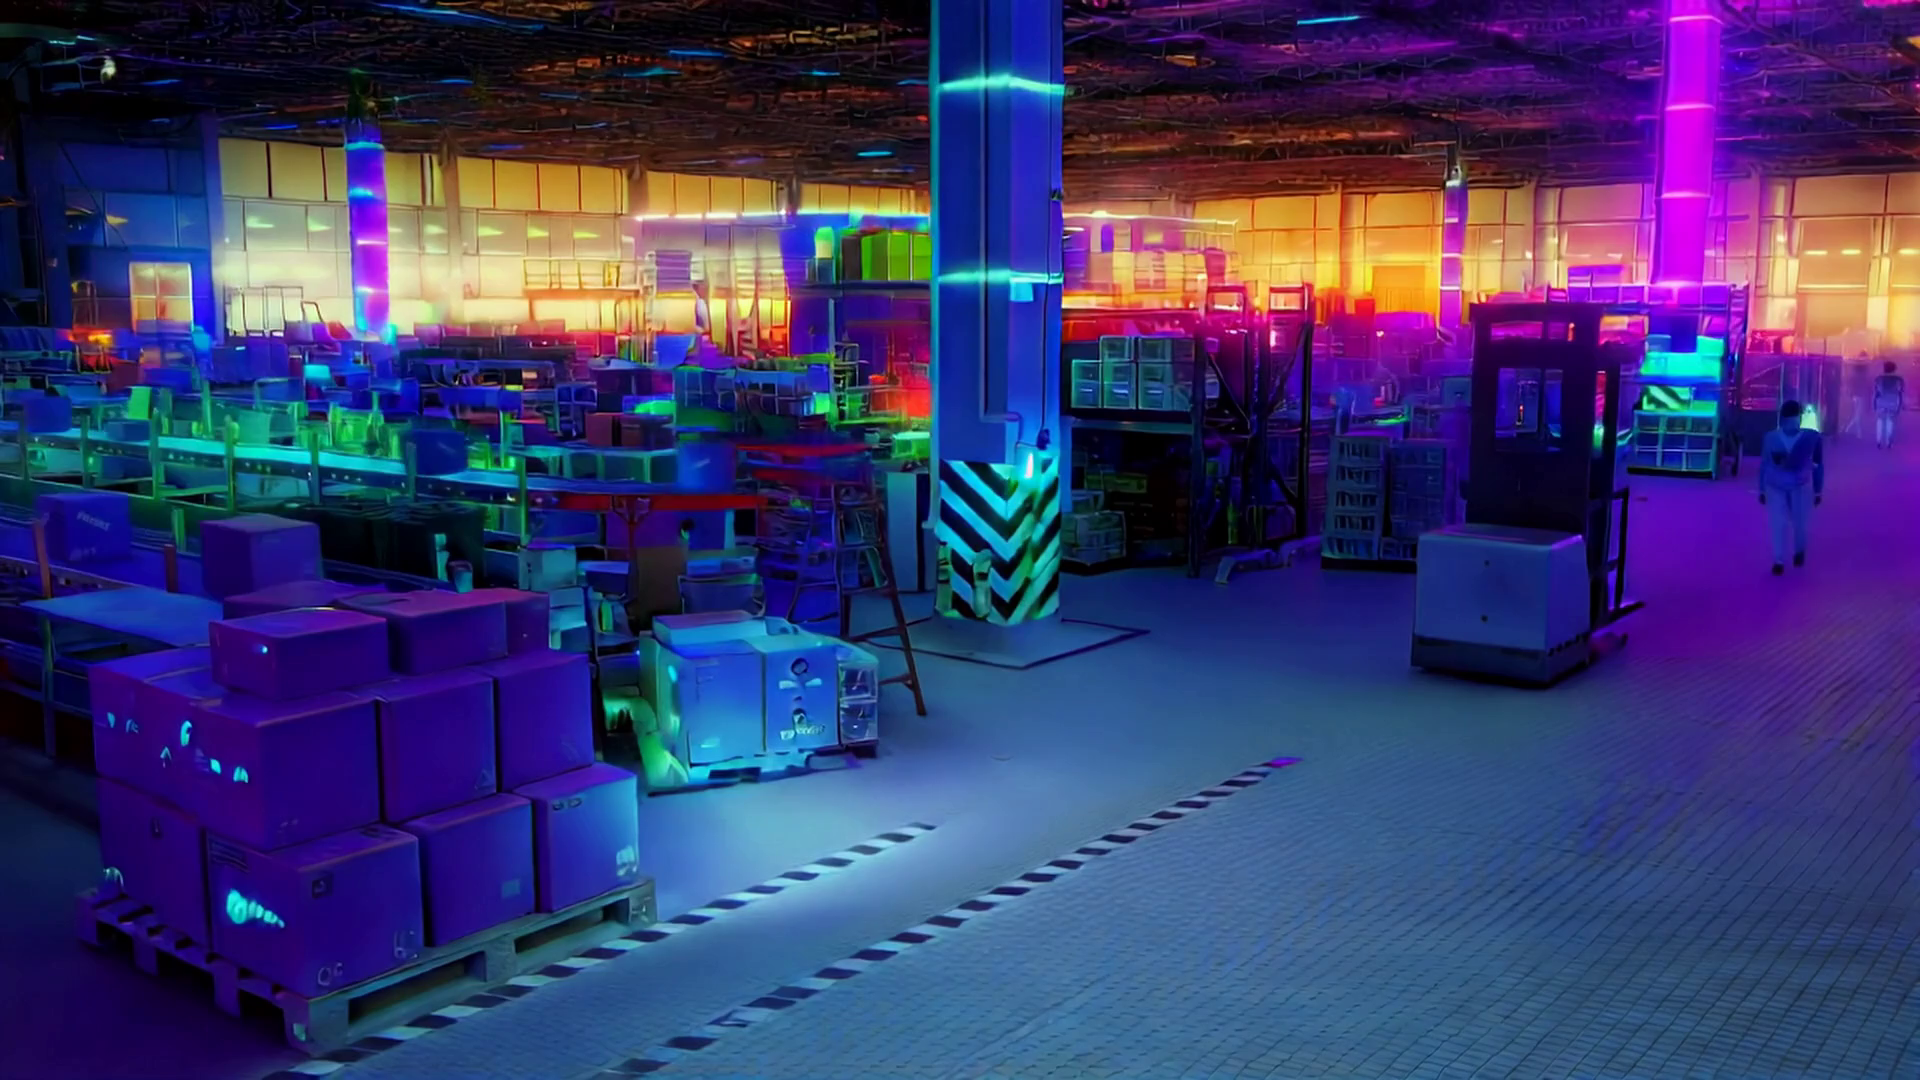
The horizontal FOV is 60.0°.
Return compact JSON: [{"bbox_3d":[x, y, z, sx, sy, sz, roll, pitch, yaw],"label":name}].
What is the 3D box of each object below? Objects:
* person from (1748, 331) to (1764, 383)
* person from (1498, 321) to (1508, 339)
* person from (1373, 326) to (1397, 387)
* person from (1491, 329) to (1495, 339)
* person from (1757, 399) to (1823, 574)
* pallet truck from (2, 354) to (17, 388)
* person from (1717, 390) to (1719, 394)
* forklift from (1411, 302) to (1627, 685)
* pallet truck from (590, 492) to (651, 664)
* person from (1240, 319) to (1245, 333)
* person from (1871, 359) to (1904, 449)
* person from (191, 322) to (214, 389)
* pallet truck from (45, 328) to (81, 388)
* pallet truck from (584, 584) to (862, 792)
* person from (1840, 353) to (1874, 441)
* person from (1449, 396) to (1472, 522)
[{"bbox_3d":[25.941,-5.963,54.109,0.848,1.692,0.506,-6,11,-37],"label":"person"},{"bbox_3d":[18.931,-6.668,58.060,0.388,1.927,0.547,5,10,31],"label":"person"},{"bbox_3d":[13.014,-5.650,51.254,0.927,1.908,0.549,4,9,24],"label":"person"},{"bbox_3d":[13.771,-4.547,43.519,0.379,1.996,0.610,2,9,10],"label":"person"},{"bbox_3d":[8.573,-0.555,17.194,0.622,1.819,0.459,6,10,35],"label":"person"},{"bbox_3d":[-24.881,-4.417,42.634,1.885,1.965,0.823,8,11,41],"label":"pallet truck"},{"bbox_3d":[16.323,-3.316,36.372,0.549,1.646,0.865,-3,9,-17],"label":"person"},{"bbox_3d":[4.379,-0.438,12.852,1.129,2.768,1.873,7,11,37],"label":"forklift"},{"bbox_3d":[-3.115,0.344,12.883,0.653,1.274,1.630,7,11,37],"label":"pallet truck"},{"bbox_3d":[14.570,-10.826,86.137,0.623,1.901,0.750,-7,11,-41],"label":"person"},{"bbox_3d":[17.220,-2.526,30.909,0.541,1.681,0.395,4,9,26],"label":"person"},{"bbox_3d":[-22.254,-5.368,48.896,0.608,2.044,0.371,-6,10,-34],"label":"person"},{"bbox_3d":[-23.775,-4.544,43.495,1.885,1.965,0.823,6,10,35],"label":"pallet truck"},{"bbox_3d":[-1.426,0.805,10.019,1.601,1.201,0.680,-4,9,-26],"label":"pallet truck"},{"bbox_3d":[17.663,-2.825,32.757,0.542,1.738,0.645,-3,9,-18],"label":"person"},{"bbox_3d":[6.269,-1.018,20.990,0.467,1.603,0.537,3,9,17],"label":"person"}]
